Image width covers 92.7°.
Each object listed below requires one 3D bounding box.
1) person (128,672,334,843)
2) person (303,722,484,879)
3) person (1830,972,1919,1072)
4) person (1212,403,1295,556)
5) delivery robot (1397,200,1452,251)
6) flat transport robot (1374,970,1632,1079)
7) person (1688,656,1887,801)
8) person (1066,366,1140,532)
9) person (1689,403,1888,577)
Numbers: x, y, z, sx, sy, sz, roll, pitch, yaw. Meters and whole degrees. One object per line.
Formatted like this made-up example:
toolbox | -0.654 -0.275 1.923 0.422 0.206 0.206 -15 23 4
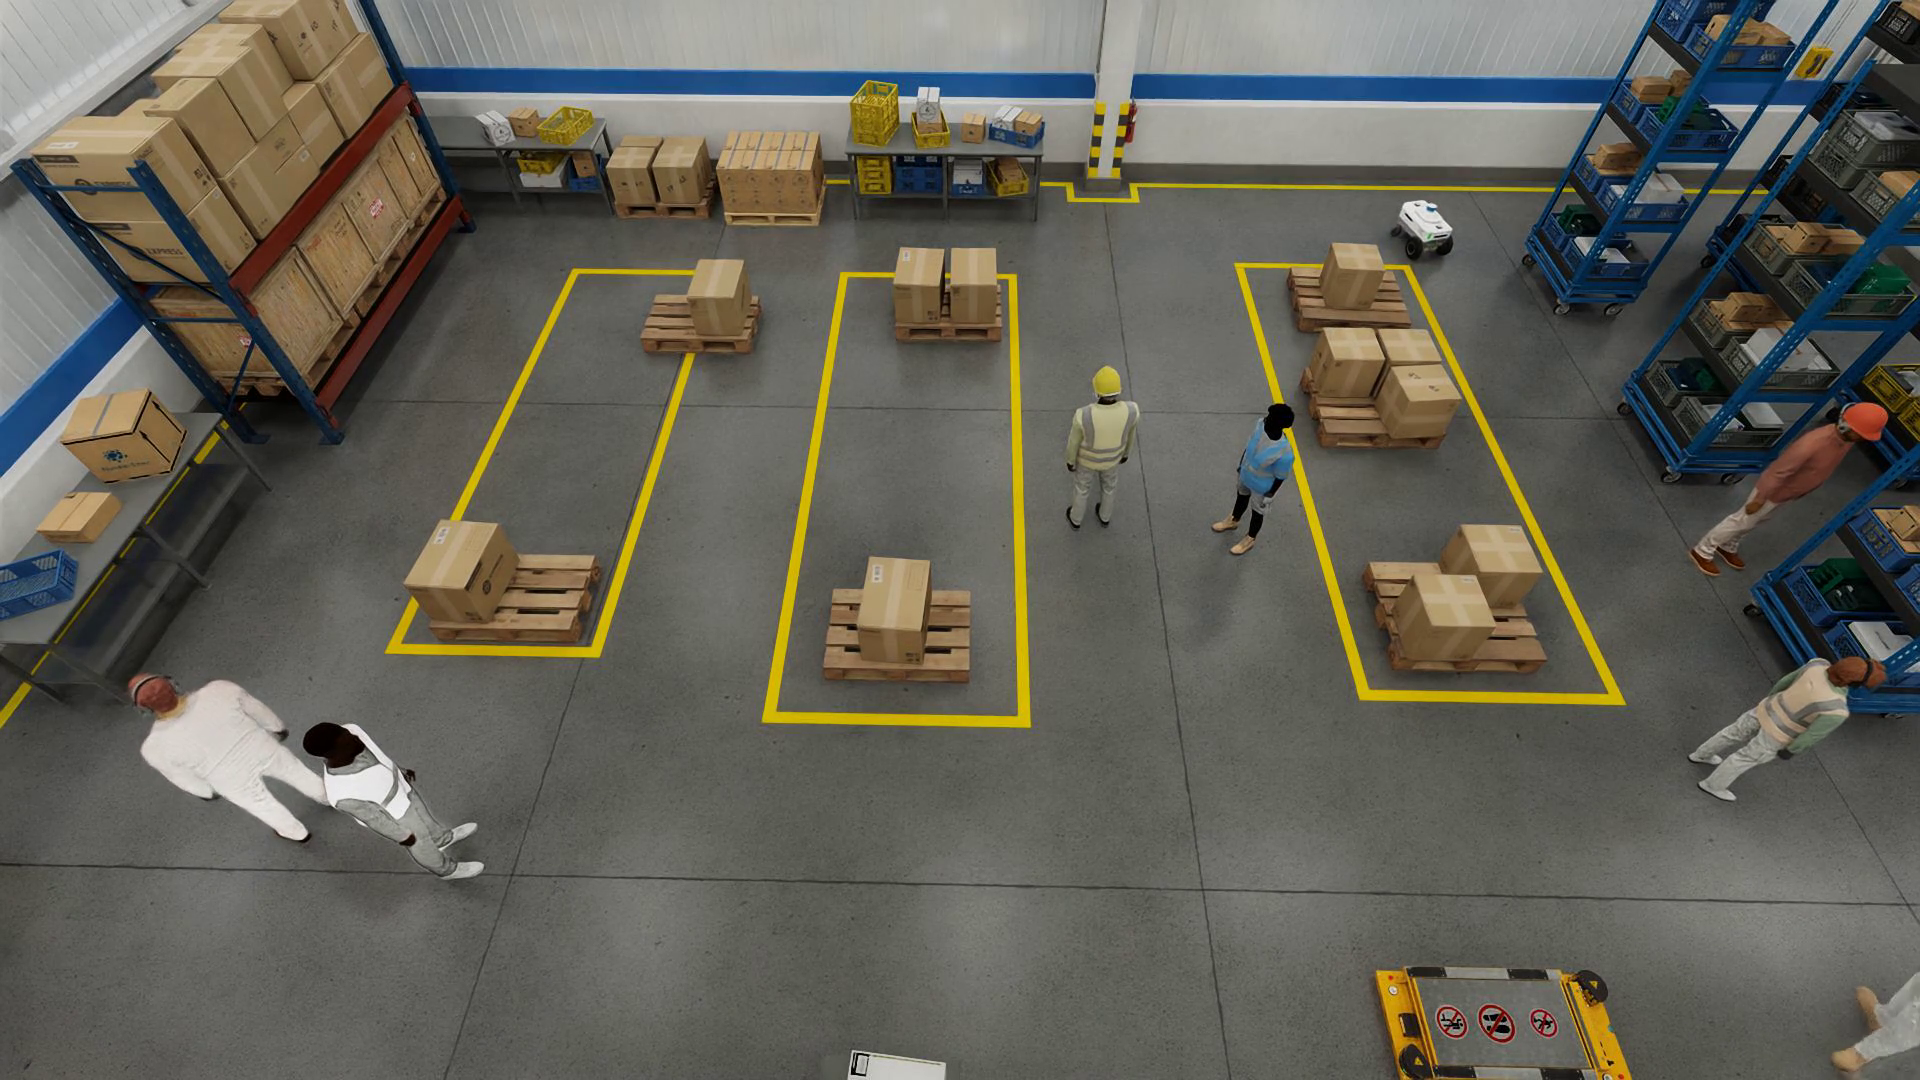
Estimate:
person | -4.918 1.469 6.231 0.394 1.900 0.657 18 53 14
person | -3.724 1.717 6.012 0.392 1.922 0.591 -20 54 -16
person | 5.875 2.619 5.357 0.776 1.804 0.434 -25 55 -19
person | 2.593 -0.530 7.985 0.319 1.697 0.525 -16 53 -13
delivery robot | 5.815 -3.966 11.461 0.477 0.478 0.707 -9 52 -7
flat transport robot | 3.501 3.133 5.914 1.431 0.197 0.652 1 51 1
person | 5.835 1.306 6.524 0.315 1.640 0.514 11 52 9
person | 1.225 -0.772 8.106 0.598 1.826 0.403 -6 51 -5
person | 6.934 -0.414 7.715 0.620 1.980 0.409 -18 53 -14
